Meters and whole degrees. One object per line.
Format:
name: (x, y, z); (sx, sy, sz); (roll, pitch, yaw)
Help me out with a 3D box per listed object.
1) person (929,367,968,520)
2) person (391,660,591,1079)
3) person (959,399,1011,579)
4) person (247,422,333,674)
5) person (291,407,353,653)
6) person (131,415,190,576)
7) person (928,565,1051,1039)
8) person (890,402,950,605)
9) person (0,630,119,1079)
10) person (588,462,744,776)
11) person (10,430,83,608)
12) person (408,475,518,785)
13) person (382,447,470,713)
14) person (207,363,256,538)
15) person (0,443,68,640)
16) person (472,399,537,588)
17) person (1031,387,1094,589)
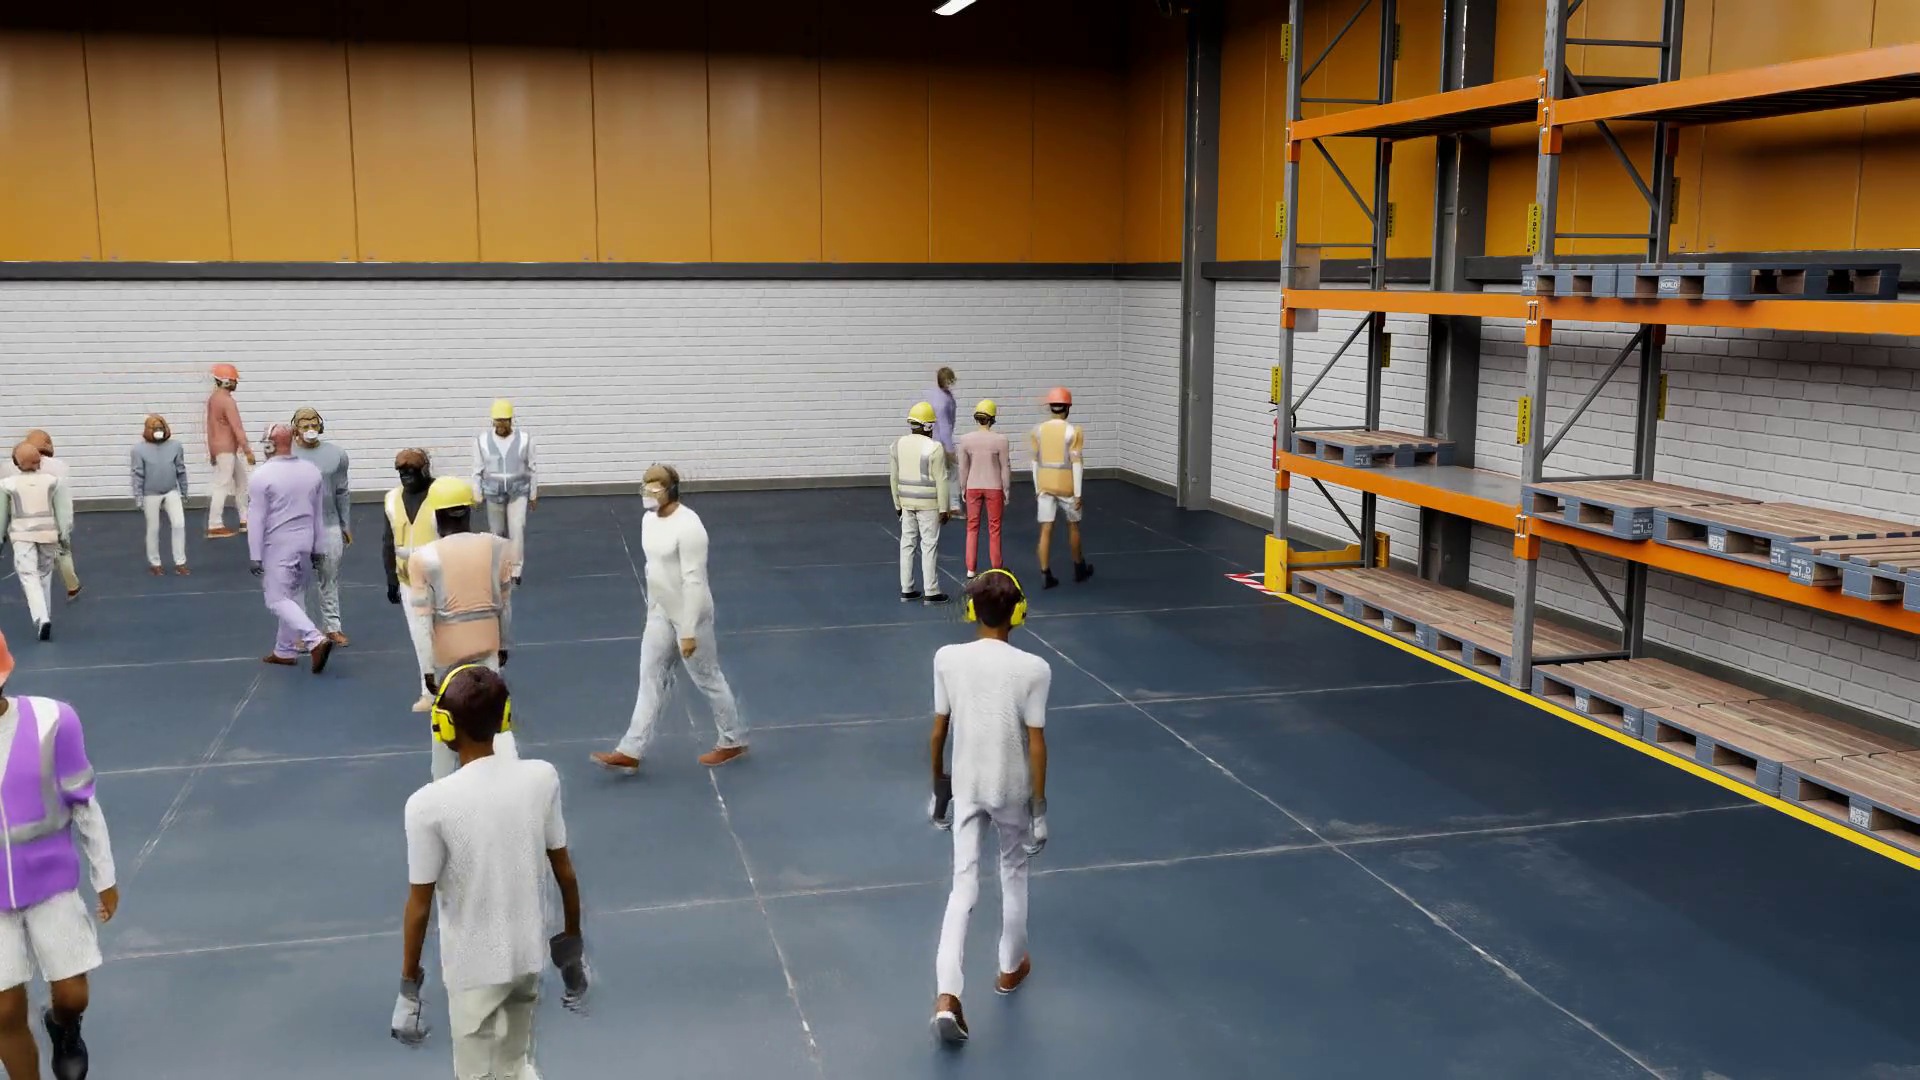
person: (-0.159, -1.123, 19.833); (0.676, 1.884, 0.713); (2, 9, 15)
person: (-1.387, 1.280, 4.943); (0.392, 1.849, 0.577); (7, 12, 39)
person: (0.249, -0.488, 16.225); (0.529, 1.768, 0.312); (3, 10, 17)
person: (-5.010, 0.061, 12.447); (0.792, 1.887, 0.654); (4, 10, 22)
person: (-5.128, -0.088, 13.190); (0.629, 1.940, 0.372); (-8, 12, -40)
person: (-7.812, -0.426, 16.314); (0.555, 1.602, 0.656); (-9, 12, -43)
person: (0.097, 1.019, 6.604); (0.521, 1.842, 0.908); (3, 9, 15)
person: (-0.342, -0.330, 15.028); (0.601, 1.831, 0.404); (7, 11, 35)
person: (-3.162, 1.153, 5.554); (0.605, 1.900, 0.648); (-5, 11, -30)
person: (-1.713, 0.475, 9.853); (0.990, 1.878, 0.645); (-7, 12, -38)
person: (-8.203, -0.195, 14.930); (0.512, 1.582, 0.849); (-2, 9, -12)
person: (-2.708, 0.585, 9.148); (0.588, 1.892, 0.921); (-7, 11, -36)
person: (-3.612, 0.264, 11.381); (0.658, 1.821, 0.507); (2, 9, 15)
person: (-8.245, -1.021, 18.939); (0.846, 1.964, 0.634); (-7, 11, -37)
person: (-7.621, 0.001, 13.691); (0.522, 1.603, 0.831); (-8, 12, -42)
person: (-4.378, -0.473, 16.039); (0.604, 1.806, 0.810); (-2, 9, -11)
person: (0.991, -0.509, 15.950); (0.567, 1.892, 0.903); (5, 10, 27)
